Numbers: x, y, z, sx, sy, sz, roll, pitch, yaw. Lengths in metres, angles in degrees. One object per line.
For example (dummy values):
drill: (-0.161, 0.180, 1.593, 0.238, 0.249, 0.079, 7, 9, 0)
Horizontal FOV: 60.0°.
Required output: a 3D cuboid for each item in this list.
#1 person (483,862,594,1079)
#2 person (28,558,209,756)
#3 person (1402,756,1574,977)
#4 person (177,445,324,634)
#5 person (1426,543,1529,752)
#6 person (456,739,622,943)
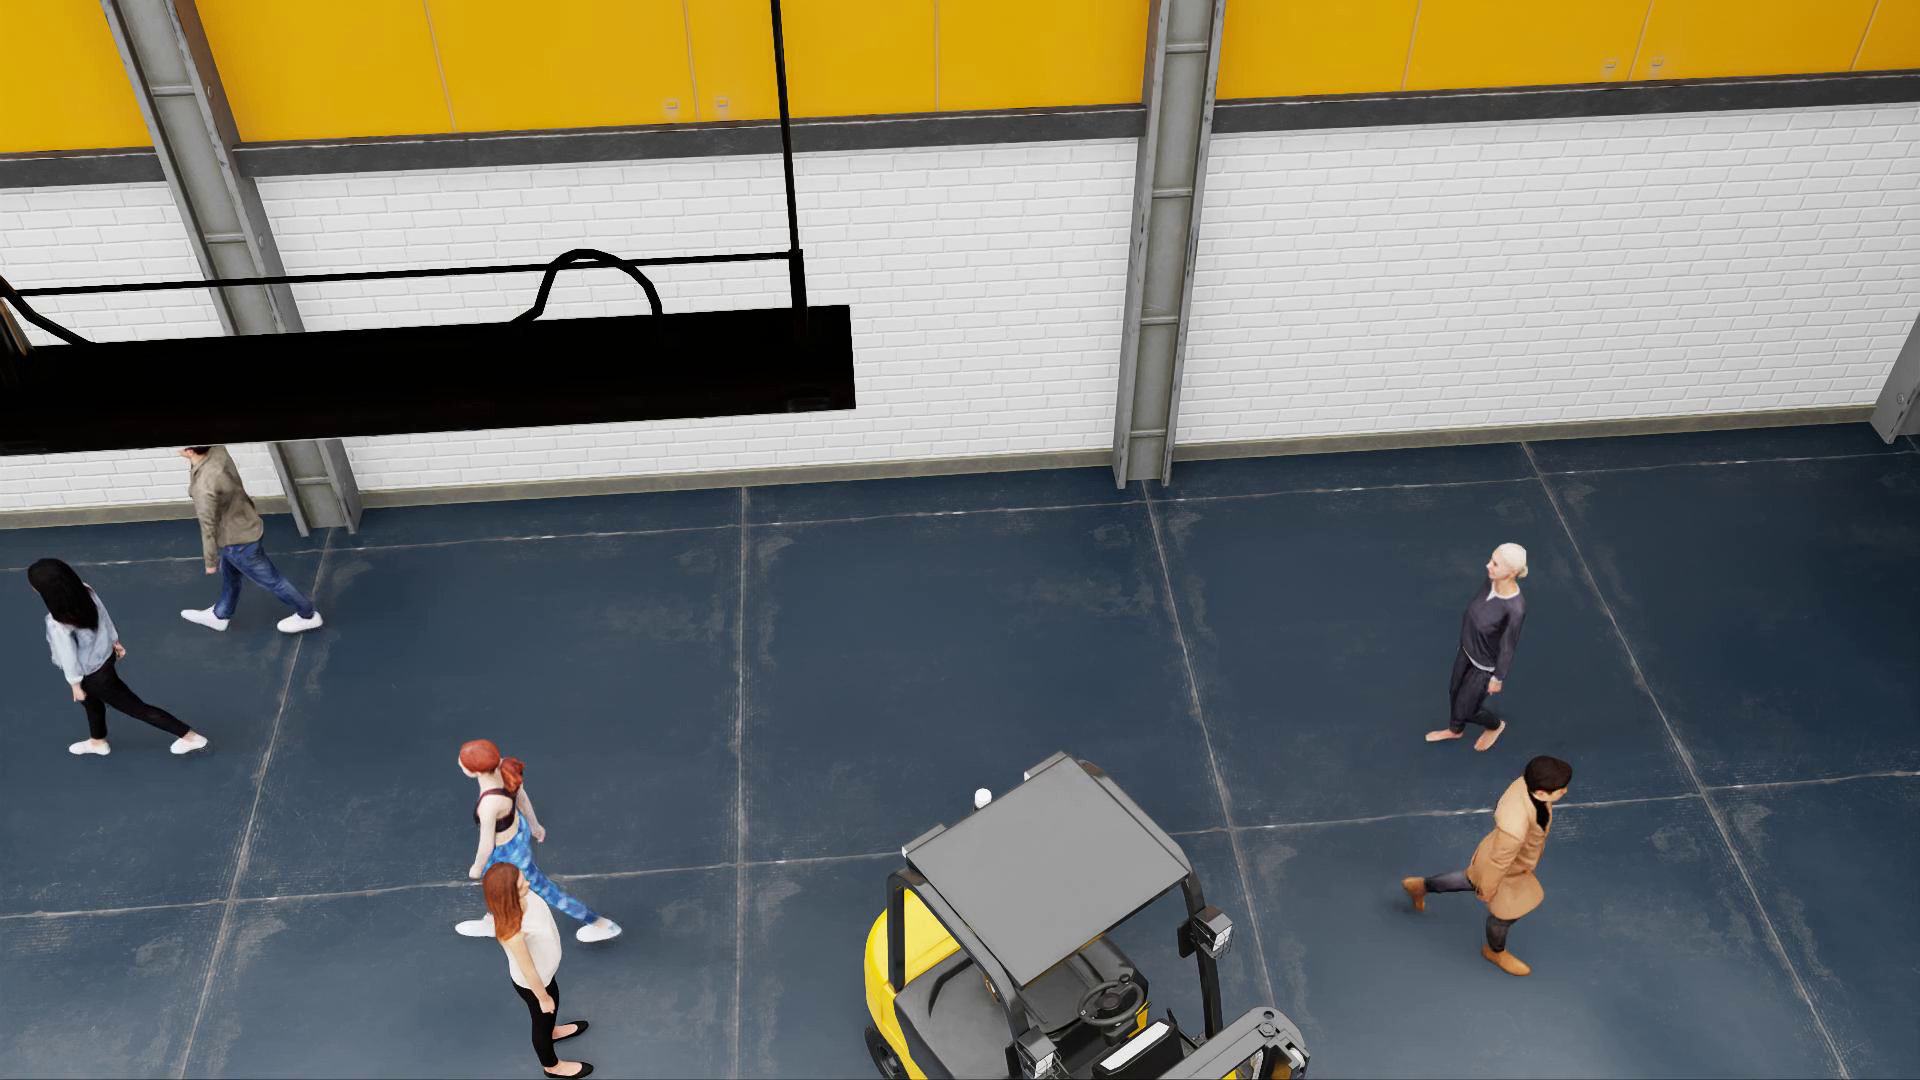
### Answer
person: (-2.190, 2.192, 8.515, 0.545, 1.722, 0.602, -10, 45, -11)
person: (-5.127, 0.775, 10.042, 1.089, 1.667, 0.608, -3, 44, -3)
person: (2.879, 1.701, 9.046, 1.161, 1.700, 1.018, 21, 47, 21)
person: (-4.583, -0.028, 10.774, 1.149, 1.821, 0.797, -8, 44, -8)
person: (3.258, 0.678, 10.113, 0.691, 1.710, 0.649, -7, 44, -7)
person: (-2.319, 1.715, 9.003, 1.176, 1.739, 0.567, -1, 44, -1)
